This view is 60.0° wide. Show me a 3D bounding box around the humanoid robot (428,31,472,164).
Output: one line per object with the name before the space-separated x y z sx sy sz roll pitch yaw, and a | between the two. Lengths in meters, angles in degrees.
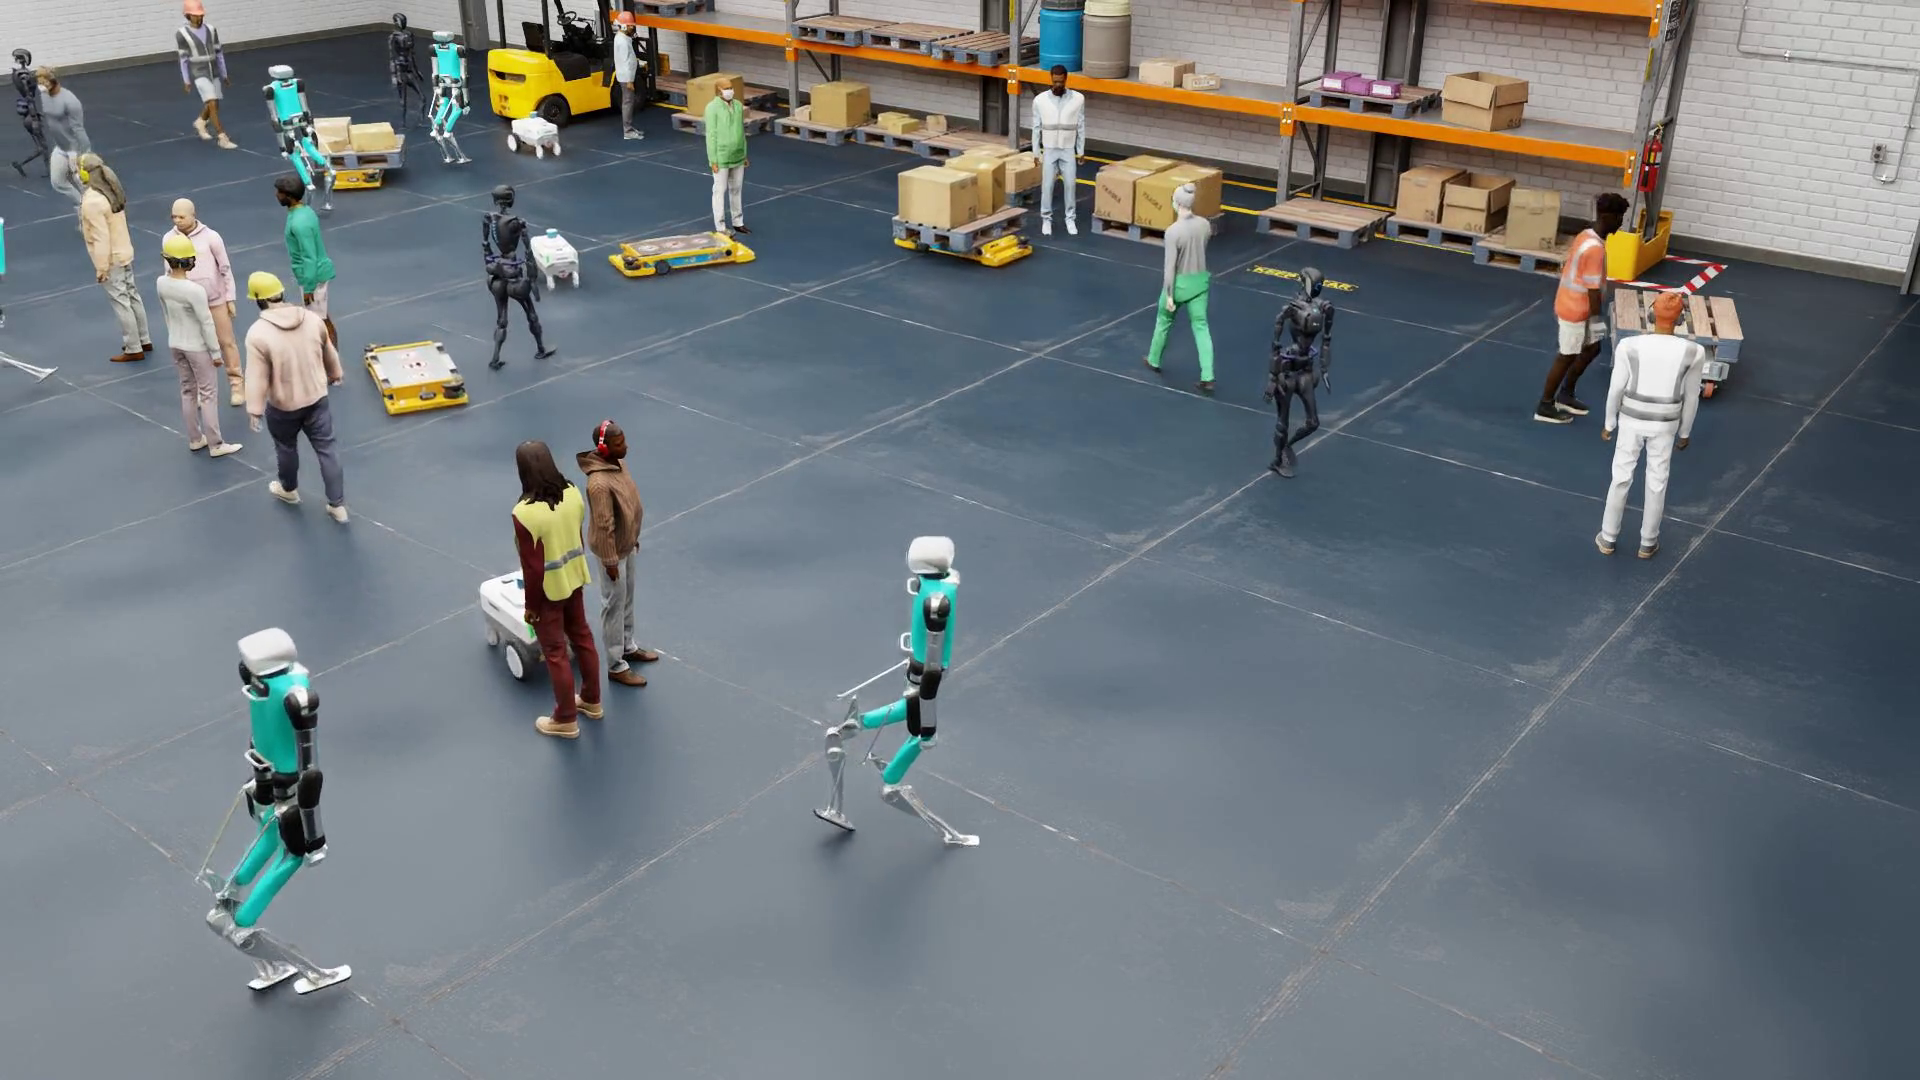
humanoid robot | -6.687 -5.696 21.532 0.533 1.672 0.735 8 27 15

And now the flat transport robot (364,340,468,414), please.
flat transport robot | -4.783 -1.451 14.575 0.659 0.231 1.431 -12 28 -23

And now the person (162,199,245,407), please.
person | -6.343 -1.993 13.956 0.535 1.781 0.401 -4 26 -8

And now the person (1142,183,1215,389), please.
person | 1.956 -2.225 14.434 0.492 1.794 0.988 -11 28 -21

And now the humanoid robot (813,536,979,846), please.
humanoid robot | -0.419 0.812 8.269 1.017 1.785 0.535 -1 26 -2

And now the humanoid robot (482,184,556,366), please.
humanoid robot | -4.043 -2.382 14.923 0.597 1.649 0.643 13 29 25

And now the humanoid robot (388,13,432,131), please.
humanoid robot | -7.941 -6.701 23.835 0.463 1.642 0.611 10 27 19

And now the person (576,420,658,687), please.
person | -2.038 0.063 9.846 0.333 1.651 0.466 2 26 5

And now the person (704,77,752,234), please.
person | -2.620 -4.315 18.767 0.383 1.784 0.535 22 34 38

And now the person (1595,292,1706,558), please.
person | 4.679 -0.775 11.317 0.572 1.887 0.356 9 27 18

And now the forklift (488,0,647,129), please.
forklift | -5.874 -7.334 24.552 1.214 2.155 2.313 19 32 34

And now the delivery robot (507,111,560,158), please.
delivery robot | -5.803 -5.551 22.727 0.499 0.585 0.775 -23 34 -39

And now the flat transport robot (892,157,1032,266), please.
flat transport robot | 0.026 -3.299 18.402 1.431 0.231 0.659 18 31 33

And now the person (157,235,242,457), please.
person | -5.968 -1.514 12.995 0.516 1.756 0.336 13 29 25

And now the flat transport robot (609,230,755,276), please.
flat transport robot | -3.008 -3.100 17.990 1.431 0.231 0.659 -13 28 -24

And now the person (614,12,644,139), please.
person | -4.669 -6.542 23.429 0.351 1.738 0.572 -6 26 -13

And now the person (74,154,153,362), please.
person | -7.614 -2.537 14.979 0.396 1.875 0.568 -2 26 -4

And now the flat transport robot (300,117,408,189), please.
flat transport robot | -7.777 -4.784 21.479 0.659 0.231 1.431 -5 26 -11

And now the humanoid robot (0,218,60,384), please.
humanoid robot | -8.293 -1.991 14.001 1.022 1.728 0.542 -15 30 -29

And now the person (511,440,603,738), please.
person | -2.242 0.279 9.264 0.363 1.769 0.472 13 29 25

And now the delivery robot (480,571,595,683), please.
delivery robot | -2.634 0.490 10.229 0.499 0.597 0.779 -21 33 -36

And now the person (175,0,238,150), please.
person | -10.431 -6.427 22.893 0.951 2.009 0.612 16 30 29

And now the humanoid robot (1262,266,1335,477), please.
humanoid robot | 2.527 -1.283 12.600 0.586 1.643 0.402 -13 29 -25

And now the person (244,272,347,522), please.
person | -4.805 -1.059 11.972 0.828 1.822 0.913 -23 34 -38

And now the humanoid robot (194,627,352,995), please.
humanoid robot | -3.070 1.269 7.203 0.530 1.750 0.724 23 34 39

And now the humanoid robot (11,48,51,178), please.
humanoid robot | -11.926 -5.426 21.206 0.544 1.641 0.609 -13 29 -24

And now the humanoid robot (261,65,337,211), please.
humanoid robot | -7.607 -4.580 19.433 0.779 1.837 0.544 15 30 29

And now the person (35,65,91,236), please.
person | -10.020 -4.364 18.707 0.661 1.919 0.452 16 30 30

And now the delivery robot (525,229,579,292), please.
delivery robot | -4.230 -2.935 17.334 0.499 0.606 0.805 -12 28 -24

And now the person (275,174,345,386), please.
person | -5.602 -2.245 14.405 0.384 1.848 0.499 -7 27 -14

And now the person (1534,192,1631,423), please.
person | 5.084 -1.867 13.528 0.591 1.936 0.610 8 27 16

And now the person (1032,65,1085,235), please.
person | 1.110 -4.422 18.852 0.596 1.906 0.402 -1 26 -2
